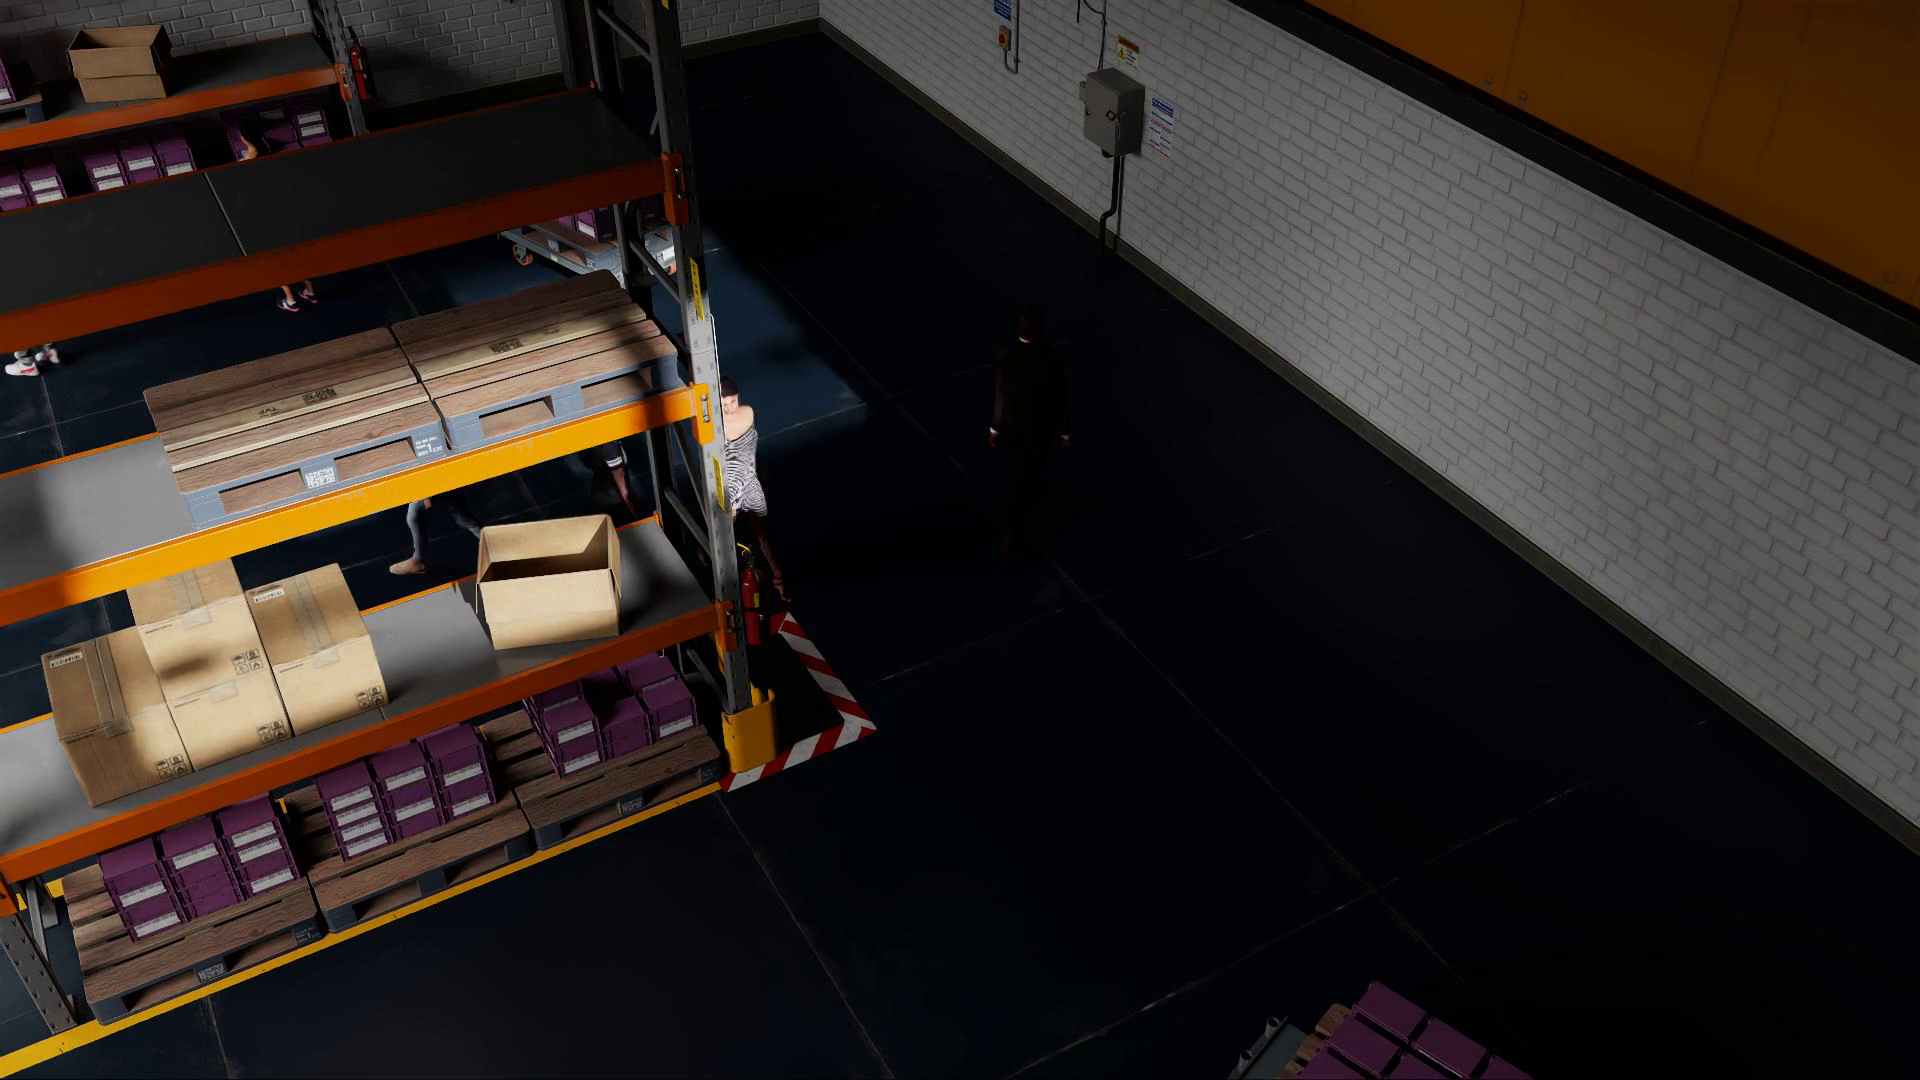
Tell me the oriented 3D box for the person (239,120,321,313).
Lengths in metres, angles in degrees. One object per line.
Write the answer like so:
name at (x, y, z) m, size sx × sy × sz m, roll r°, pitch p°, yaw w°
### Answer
person at (-5.877, -2.784, 14.288) m, size 0.685 × 1.723 × 0.565 m, roll 28°, pitch 47°, yaw 31°

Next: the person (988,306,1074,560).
person at (0.441, -0.725, 11.599) m, size 1.221 × 1.862 × 1.364 m, roll 14°, pitch 41°, yaw 17°

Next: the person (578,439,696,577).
person at (-2.391, -0.203, 11.083) m, size 1.212 × 1.690 × 0.722 m, roll -15°, pitch 41°, yaw -18°

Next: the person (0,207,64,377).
person at (-7.735, -2.168, 13.437) m, size 0.870 × 1.822 × 0.785 m, roll 14°, pitch 41°, yaw 17°

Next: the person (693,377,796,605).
person at (-1.597, -0.359, 11.216) m, size 1.018 × 1.768 × 1.137 m, roll 22°, pitch 43°, yaw 25°
